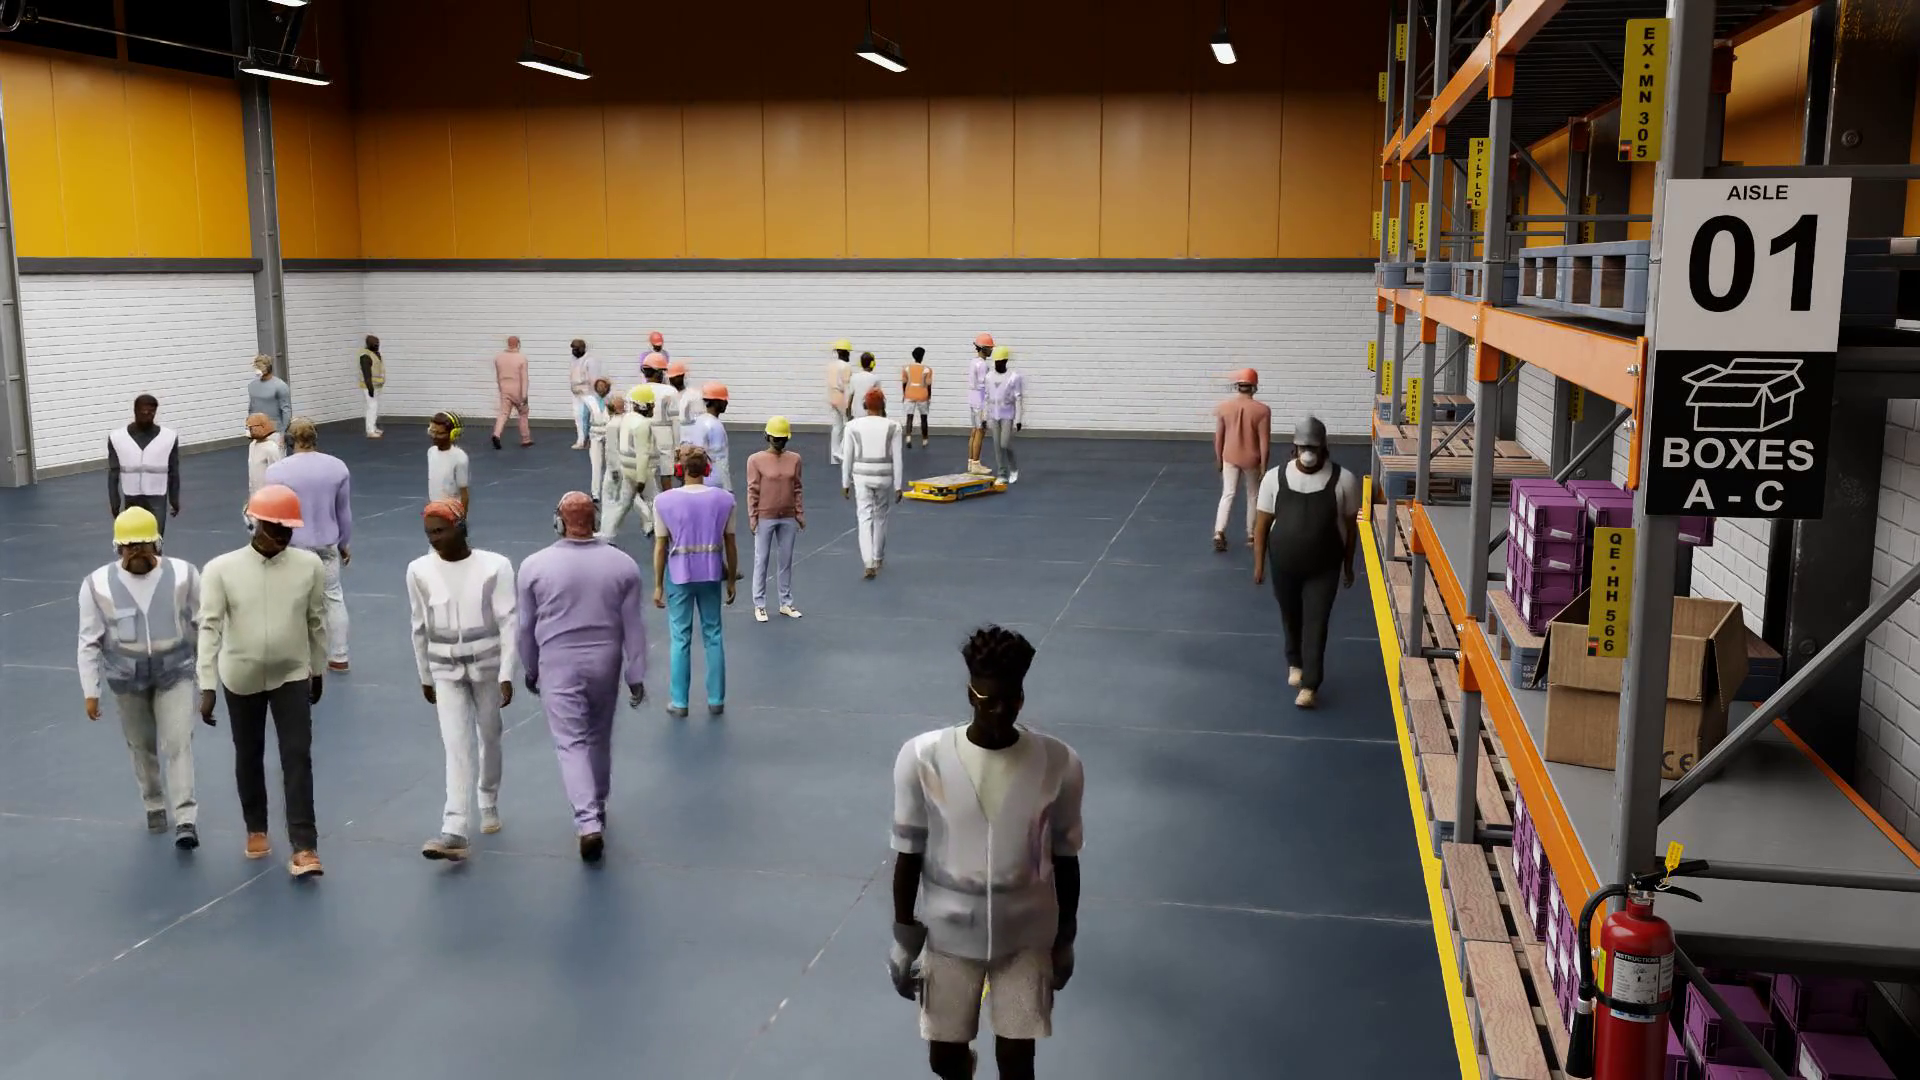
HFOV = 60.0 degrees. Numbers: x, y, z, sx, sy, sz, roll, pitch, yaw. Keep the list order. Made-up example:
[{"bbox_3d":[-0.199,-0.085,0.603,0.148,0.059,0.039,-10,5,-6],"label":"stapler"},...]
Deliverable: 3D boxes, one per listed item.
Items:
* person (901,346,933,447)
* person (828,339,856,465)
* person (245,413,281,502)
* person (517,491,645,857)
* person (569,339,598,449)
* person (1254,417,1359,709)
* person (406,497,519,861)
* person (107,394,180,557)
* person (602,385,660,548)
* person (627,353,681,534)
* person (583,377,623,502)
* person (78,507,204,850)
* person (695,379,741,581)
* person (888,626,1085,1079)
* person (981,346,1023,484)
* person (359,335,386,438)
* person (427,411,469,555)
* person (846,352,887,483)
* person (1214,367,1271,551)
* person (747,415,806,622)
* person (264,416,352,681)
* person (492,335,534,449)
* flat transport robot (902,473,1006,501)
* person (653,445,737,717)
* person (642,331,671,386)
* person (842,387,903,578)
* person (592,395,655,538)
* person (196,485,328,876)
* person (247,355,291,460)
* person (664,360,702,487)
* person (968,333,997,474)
[{"bbox_3d":[-0.731,-2.370,27.609,0.571,1.695,0.577,1,9,7],"label":"person"},{"bbox_3d":[-1.778,-2.071,25.067,0.453,1.909,0.606,-6,11,-33],"label":"person"},{"bbox_3d":[-6.619,-0.398,15.836,0.507,1.632,0.267,8,13,42],"label":"person"},{"bbox_3d":[-1.963,0.681,8.671,0.633,1.871,0.942,-5,11,-26],"label":"person"},{"bbox_3d":[-6.153,-2.405,27.363,0.653,1.821,0.537,8,12,40],"label":"person"},{"bbox_3d":[2.410,0.092,11.658,0.695,2.000,1.011,3,10,20],"label":"person"},{"bbox_3d":[-2.561,0.708,8.563,0.571,1.823,0.931,-1,10,-8],"label":"person"},{"bbox_3d":[-7.435,-0.410,15.200,0.597,1.879,0.849,-4,10,-23],"label":"person"},{"bbox_3d":[-3.373,-0.718,17.343,0.907,1.796,0.620,-6,11,-30],"label":"person"},{"bbox_3d":[-3.424,-1.076,18.708,0.606,2.039,0.395,1,9,6],"label":"person"},{"bbox_3d":[-4.576,-1.299,21.390,0.541,1.589,0.880,-1,9,-7],"label":"person"},{"bbox_3d":[-4.204,0.723,8.606,0.625,1.783,0.904,-5,10,-26],"label":"person"},{"bbox_3d":[-2.346,-0.569,15.965,0.374,1.941,0.549,-5,10,-25],"label":"person"},{"bbox_3d":[0.084,1.200,5.272,0.624,1.946,0.731,0,9,0],"label":"person"},{"bbox_3d":[0.572,-1.702,22.835,0.586,1.915,0.410,7,12,36],"label":"person"},{"bbox_3d":[-10.289,-2.687,29.140,0.477,1.803,0.706,0,9,-1],"label":"person"},{"bbox_3d":[-4.192,-0.161,13.769,0.556,1.846,0.561,8,12,41],"label":"person"},{"bbox_3d":[-1.315,-1.698,23.136,0.485,1.822,0.983,6,11,31],"label":"person"},{"bbox_3d":[2.977,-0.858,17.672,0.625,1.956,1.005,5,11,27],"label":"person"},{"bbox_3d":[-1.560,-0.186,14.184,0.524,1.761,0.327,-6,11,-32],"label":"person"},{"bbox_3d":[-4.747,0.061,12.157,0.356,1.936,0.635,8,13,41],"label":"person"},{"bbox_3d":[-7.409,-2.443,27.461,0.649,1.875,0.917,3,10,15],"label":"person"},{"bbox_3d":[-0.066,-0.703,21.770,0.652,0.197,1.431,7,12,35],"label":"flat transport robot"},{"bbox_3d":[-1.766,0.283,11.143,0.564,1.833,0.421,-4,10,-22],"label":"person"},{"bbox_3d":[-5.176,-2.626,28.478,0.496,1.895,0.580,5,11,30],"label":"person"},{"bbox_3d":[-0.853,-0.570,16.247,0.584,1.849,0.935,-1,9,-4],"label":"person"},{"bbox_3d":[-3.708,-0.807,18.364,0.721,1.608,0.500,4,10,21],"label":"person"},{"bbox_3d":[-3.429,0.706,8.243,0.645,1.933,1.009,-5,11,-29],"label":"person"},{"bbox_3d":[-8.474,-1.307,20.435,0.654,1.931,0.383,4,10,23],"label":"person"},{"bbox_3d":[-3.307,-1.225,20.013,0.559,1.910,0.736,4,10,22],"label":"person"},{"bbox_3d":[0.331,-1.965,24.076,0.408,2.036,0.610,-2,10,-12],"label":"person"}]
